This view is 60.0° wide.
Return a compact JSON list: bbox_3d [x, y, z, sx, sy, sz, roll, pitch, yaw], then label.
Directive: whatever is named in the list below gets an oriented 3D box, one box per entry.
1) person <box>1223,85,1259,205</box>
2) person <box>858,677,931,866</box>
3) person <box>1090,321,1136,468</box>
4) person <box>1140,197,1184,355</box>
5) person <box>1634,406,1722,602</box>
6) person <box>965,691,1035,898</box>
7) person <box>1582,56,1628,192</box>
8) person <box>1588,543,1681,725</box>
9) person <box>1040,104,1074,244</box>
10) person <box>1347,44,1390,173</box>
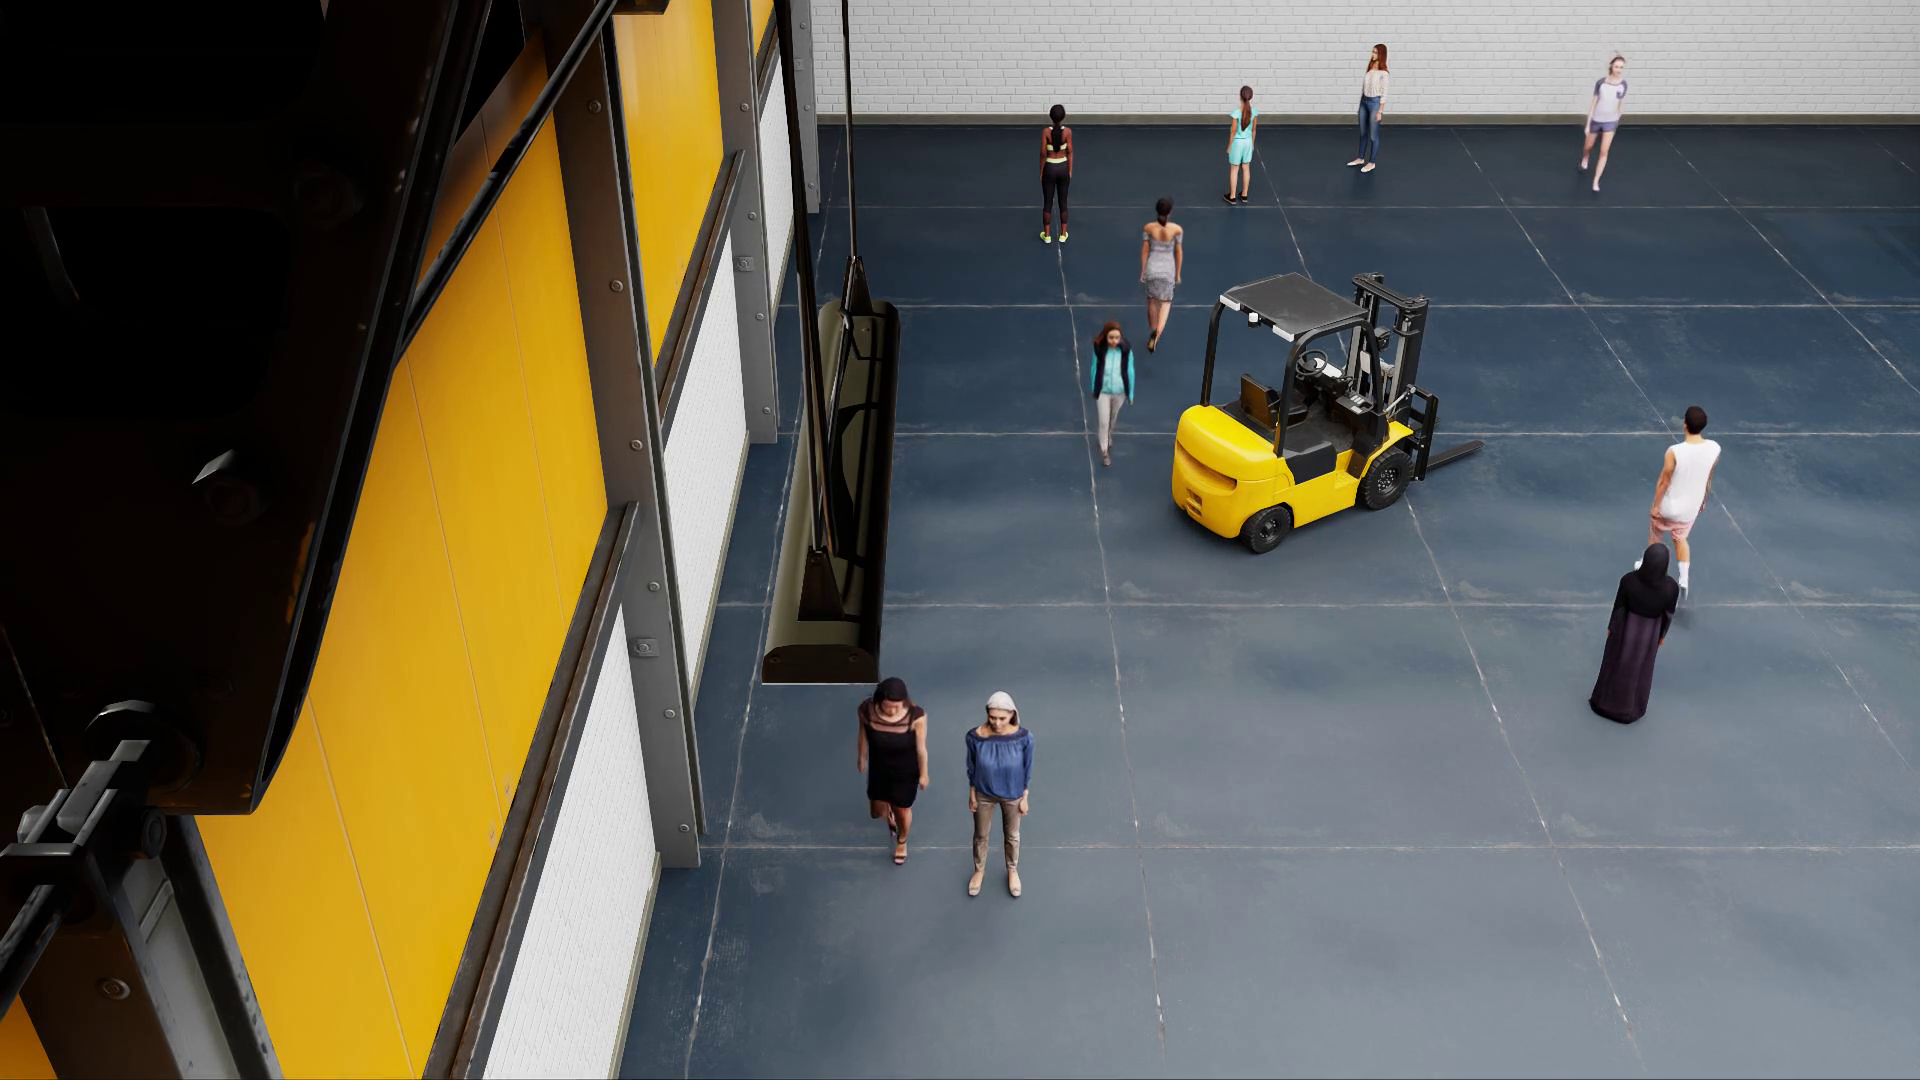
[{"bbox_3d":[3.683,-5.190,21.797,0.611,1.558,0.615,-10,35,-15],"label":"person"},{"bbox_3d":[-0.447,1.548,11.542,0.745,1.689,0.770,5,34,7],"label":"person"},{"bbox_3d":[1.482,-1.502,16.342,0.604,1.455,0.979,-2,34,-3],"label":"person"},{"bbox_3d":[2.140,-2.804,17.984,0.727,1.805,0.965,8,34,11],"label":"person"},{"bbox_3d":[6.178,-0.273,14.209,0.629,1.770,0.921,-1,34,-1],"label":"person"},{"bbox_3d":[0.259,1.713,11.286,0.601,1.697,0.548,0,34,1],"label":"person"},{"bbox_3d":[8.605,-5.617,22.271,0.765,1.745,1.043,9,35,13],"label":"person"},{"bbox_3d":[5.246,0.697,12.889,0.670,1.615,0.685,11,35,15],"label":"person"},{"bbox_3d":[1.194,-4.549,20.656,0.571,1.755,0.522,-2,34,-3],"label":"person"},{"bbox_3d":[5.637,-5.928,22.754,0.715,1.728,0.601,-19,38,-26],"label":"person"}]
